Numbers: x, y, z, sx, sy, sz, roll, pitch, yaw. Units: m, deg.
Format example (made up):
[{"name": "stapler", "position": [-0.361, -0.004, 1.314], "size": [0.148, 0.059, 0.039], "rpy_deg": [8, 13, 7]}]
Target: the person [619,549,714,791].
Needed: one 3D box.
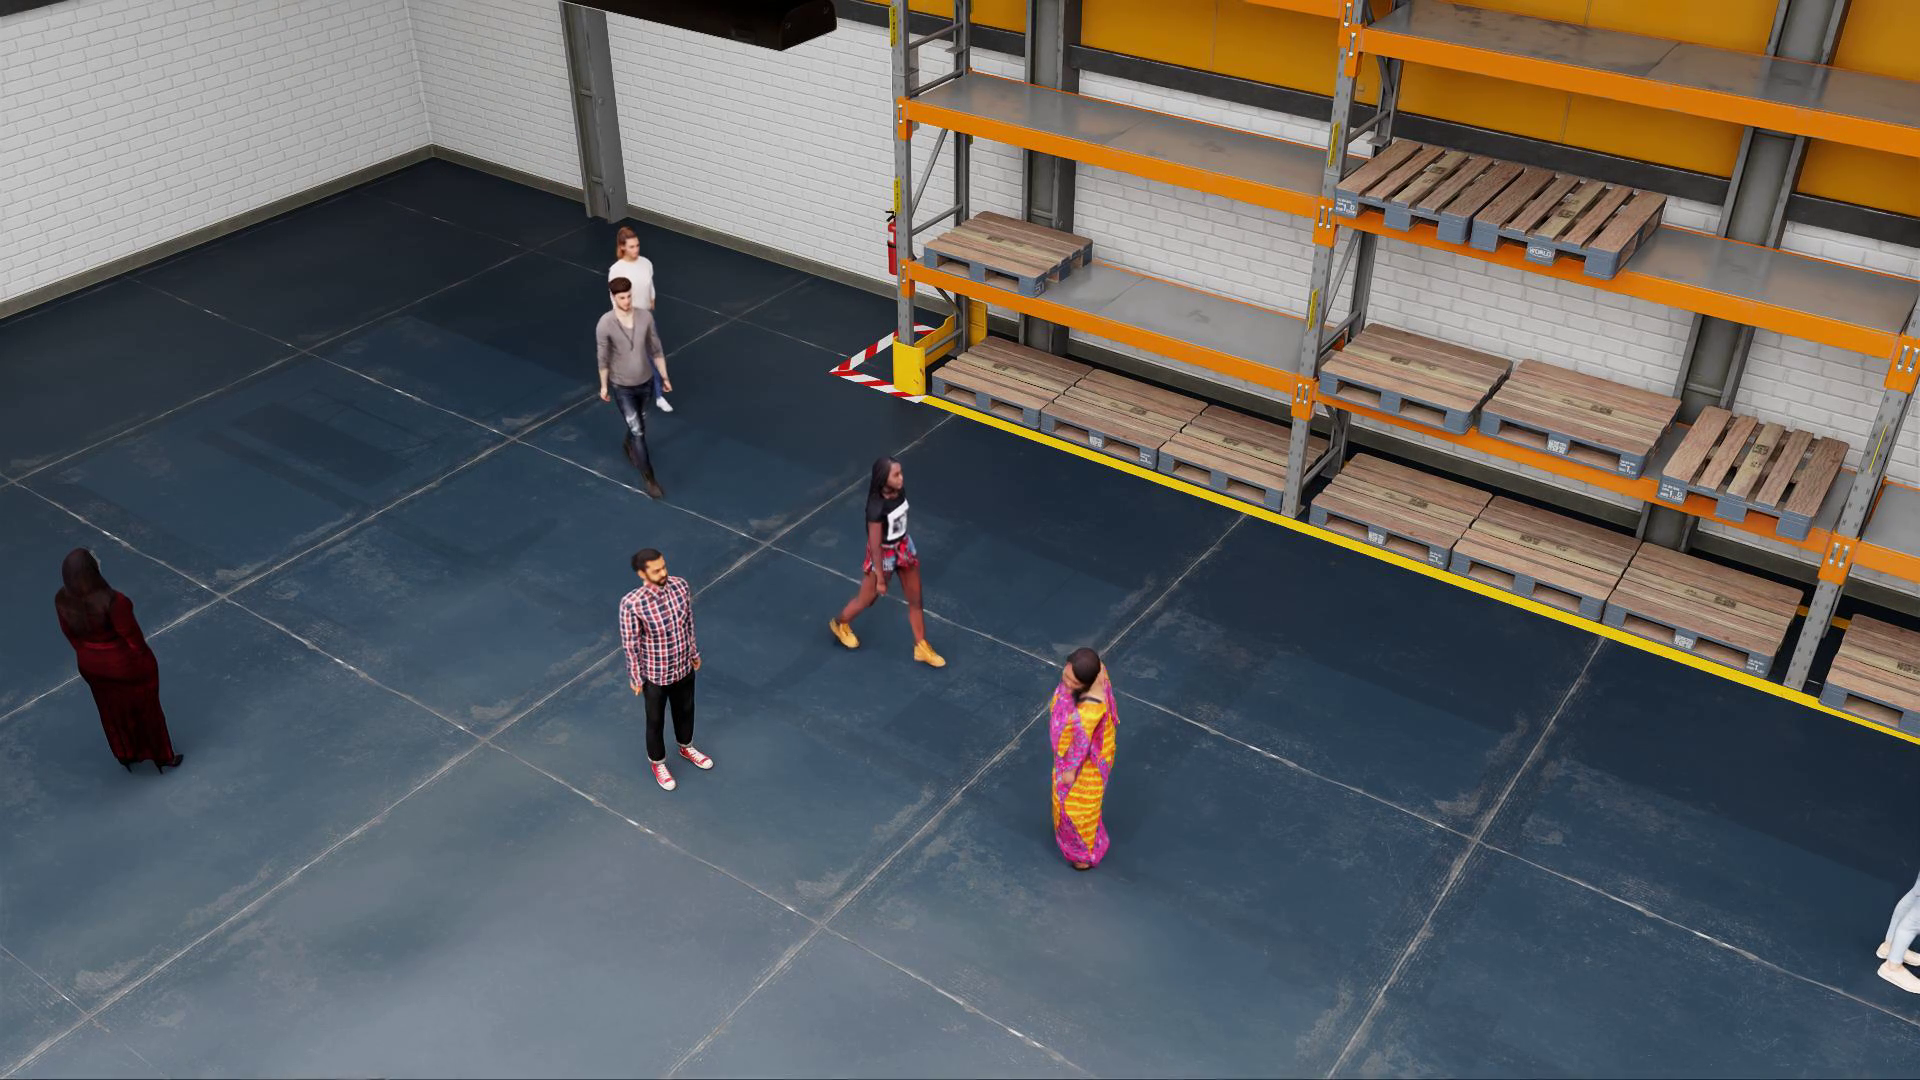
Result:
[{"name": "person", "position": [-1.928, 0.803, 10.853], "size": [0.736, 1.760, 0.680], "rpy_deg": [-28, 43, -35]}]

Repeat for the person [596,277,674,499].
[{"name": "person", "position": [-2.788, -1.360, 14.017], "size": [1.009, 1.858, 1.299], "rpy_deg": [-19, 38, -26]}]

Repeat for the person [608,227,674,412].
[{"name": "person", "position": [-3.012, -2.029, 15.182], "size": [0.897, 1.683, 1.206], "rpy_deg": [-19, 38, -26]}]

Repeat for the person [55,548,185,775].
[{"name": "person", "position": [-5.515, 0.806, 10.850], "size": [0.700, 1.758, 0.815], "rpy_deg": [4, 34, 6]}]

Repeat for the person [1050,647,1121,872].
[{"name": "person", "position": [0.762, 1.223, 10.307], "size": [0.866, 1.665, 0.868], "rpy_deg": [11, 35, 17]}]

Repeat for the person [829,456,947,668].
[{"name": "person", "position": [-0.597, 0.152, 11.895], "size": [1.188, 1.689, 0.693], "rpy_deg": [17, 37, 23]}]
